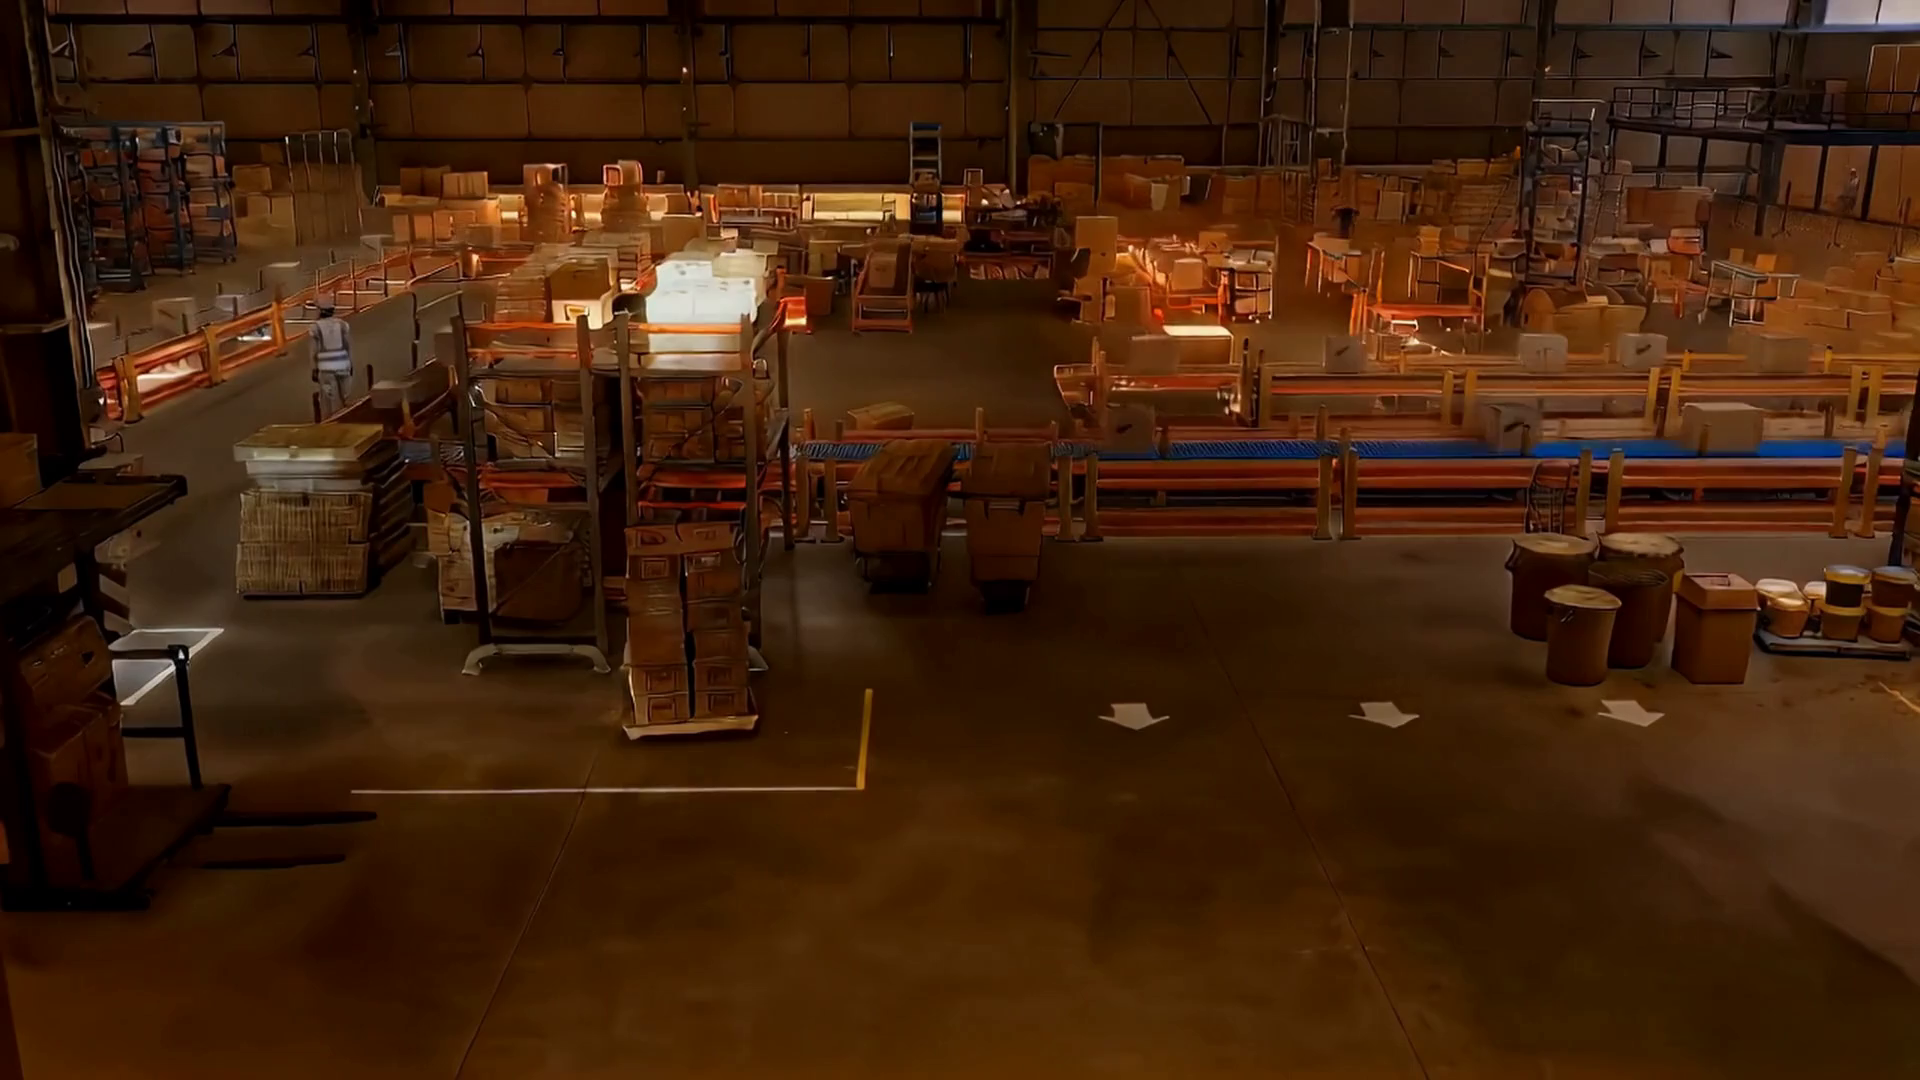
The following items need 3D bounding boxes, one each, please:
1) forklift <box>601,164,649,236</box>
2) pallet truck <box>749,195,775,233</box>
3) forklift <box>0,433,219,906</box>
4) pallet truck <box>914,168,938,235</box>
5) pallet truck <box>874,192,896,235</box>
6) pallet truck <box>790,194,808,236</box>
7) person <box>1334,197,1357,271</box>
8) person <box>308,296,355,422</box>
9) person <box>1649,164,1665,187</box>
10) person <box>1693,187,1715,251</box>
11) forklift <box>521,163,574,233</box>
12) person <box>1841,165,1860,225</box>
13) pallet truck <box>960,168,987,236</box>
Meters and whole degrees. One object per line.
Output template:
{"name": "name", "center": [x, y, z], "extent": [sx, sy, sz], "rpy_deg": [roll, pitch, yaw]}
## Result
{"name": "forklift", "center": [-9.948, -10.127, 49.296], "extent": [1.157, 1.987, 2.680], "rpy_deg": [-1, 16, -3]}
{"name": "pallet truck", "center": [-6.051, -9.967, 50.660], "extent": [0.680, 1.201, 1.601], "rpy_deg": [0, 16, -1]}
{"name": "forklift", "center": [-5.952, 0.780, 10.366], "extent": [1.873, 2.768, 1.129], "rpy_deg": [0, 16, -1]}
{"name": "pallet truck", "center": [-0.989, -10.316, 50.507], "extent": [0.823, 1.965, 1.885], "rpy_deg": [1, 16, 3]}
{"name": "pallet truck", "center": [-2.277, -9.986, 50.594], "extent": [0.653, 1.274, 1.630], "rpy_deg": [0, 16, -1]}
{"name": "pallet truck", "center": [-4.814, -9.883, 50.259], "extent": [0.704, 1.261, 1.522], "rpy_deg": [-1, 16, -3]}
{"name": "person", "center": [9.542, -7.566, 41.242], "extent": [0.524, 1.845, 0.805], "rpy_deg": [15, 22, 41]}
{"name": "person", "center": [-8.723, -2.417, 23.138], "extent": [0.608, 1.948, 0.389], "rpy_deg": [-12, 20, -36]}
{"name": "person", "center": [22.711, -11.297, 54.185], "extent": [0.750, 1.860, 0.372], "rpy_deg": [-7, 18, -23]}
{"name": "person", "center": [20.354, -8.766, 45.551], "extent": [0.557, 1.755, 0.460], "rpy_deg": [11, 19, 34]}
{"name": "forklift", "center": [-12.233, -10.122, 49.298], "extent": [1.157, 1.987, 2.680], "rpy_deg": [0, 16, -1]}
{"name": "person", "center": [28.394, -11.004, 53.054], "extent": [0.605, 1.908, 0.425], "rpy_deg": [-2, 16, -8]}
{"name": "pallet truck", "center": [0.383, -10.230, 50.206], "extent": [0.823, 1.965, 1.885], "rpy_deg": [-1, 16, -3]}
